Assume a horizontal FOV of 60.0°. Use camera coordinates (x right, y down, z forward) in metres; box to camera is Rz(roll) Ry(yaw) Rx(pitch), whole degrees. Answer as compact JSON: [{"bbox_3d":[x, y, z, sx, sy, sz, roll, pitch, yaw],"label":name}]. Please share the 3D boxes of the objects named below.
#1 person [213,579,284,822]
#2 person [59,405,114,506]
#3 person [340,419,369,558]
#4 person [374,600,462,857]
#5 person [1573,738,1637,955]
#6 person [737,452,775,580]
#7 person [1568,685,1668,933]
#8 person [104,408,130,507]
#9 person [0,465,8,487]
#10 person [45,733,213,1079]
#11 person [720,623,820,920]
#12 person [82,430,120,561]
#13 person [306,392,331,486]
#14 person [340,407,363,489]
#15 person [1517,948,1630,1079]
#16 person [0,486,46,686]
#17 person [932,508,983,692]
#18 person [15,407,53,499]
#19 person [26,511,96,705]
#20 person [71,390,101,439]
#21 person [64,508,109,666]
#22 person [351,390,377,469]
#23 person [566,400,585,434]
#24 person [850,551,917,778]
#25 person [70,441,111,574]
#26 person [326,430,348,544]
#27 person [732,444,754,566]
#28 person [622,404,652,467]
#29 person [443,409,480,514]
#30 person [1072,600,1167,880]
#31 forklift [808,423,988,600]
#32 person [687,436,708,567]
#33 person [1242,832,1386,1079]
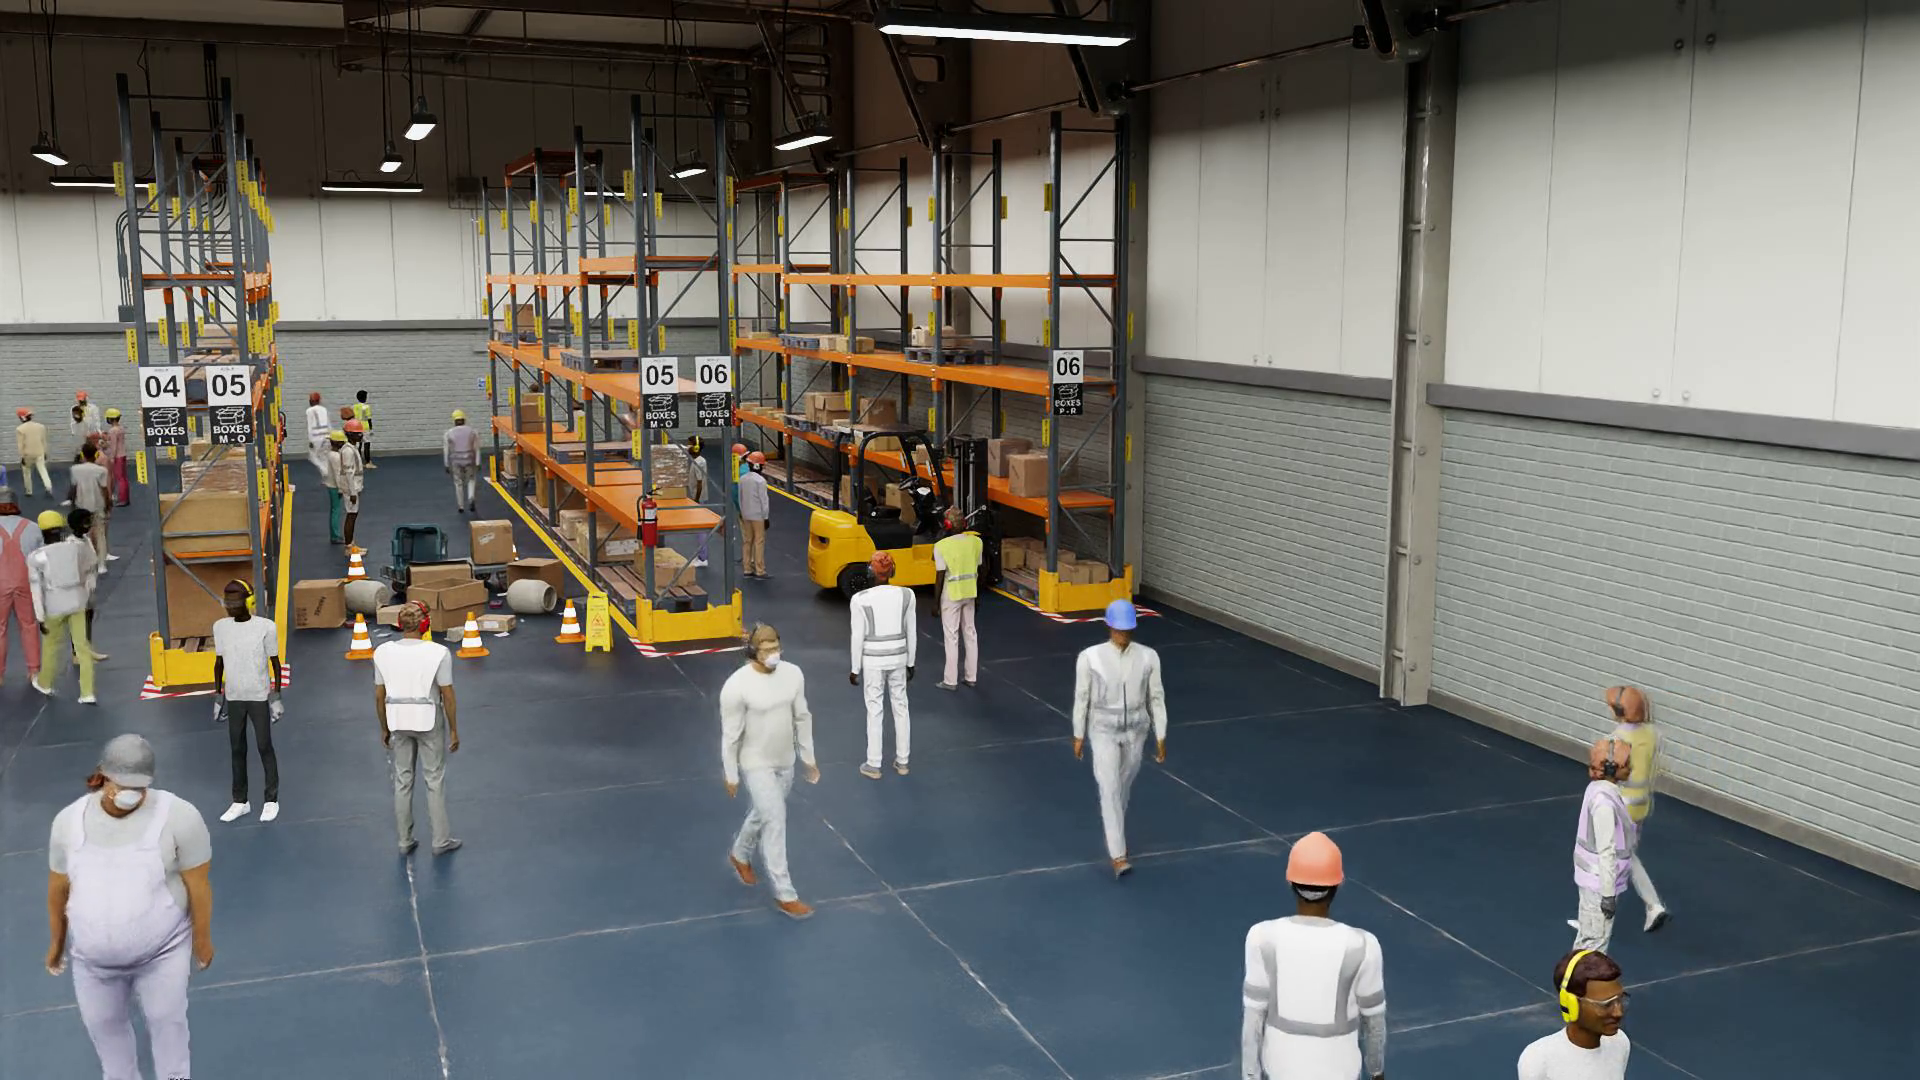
[{"bbox_3d":[-5.392,1.210,12.587,0.533,1.864,0.310,0,9,1],"label":"person"},{"bbox_3d":[-15.848,-1.546,30.127,0.486,1.819,0.946,3,10,20],"label":"person"},{"bbox_3d":[-8.904,-0.760,24.478,0.418,2.034,0.604,-3,9,-16],"label":"person"},{"bbox_3d":[-3.853,1.342,11.810,0.575,1.843,0.375,1,9,5],"label":"person"},{"bbox_3d":[3.502,1.880,9.072,0.308,1.641,0.511,3,9,16],"label":"person"},{"bbox_3d":[-2.777,-0.333,22.673,0.562,1.742,0.338,9,12,43],"label":"person"},{"bbox_3d":[4.112,1.689,10.307,0.534,1.624,0.495,-5,10,-30],"label":"person"},{"bbox_3d":[-15.105,-1.476,29.790,0.304,1.771,0.523,-2,9,-10],"label":"person"},{"bbox_3d":[-12.750,-0.329,21.712,0.397,2.043,0.610,8,12,41],"label":"person"},{"bbox_3d":[-3.955,1.868,7.889,0.746,2.000,0.536,-1,9,-7],"label":"person"},{"bbox_3d":[-1.305,1.456,10.942,0.992,1.904,0.626,8,12,42],"label":"person"},{"bbox_3d":[-12.503,-0.647,24.210,0.661,1.894,0.405,8,12,42],"label":"person"},{"bbox_3d":[-12.544,-1.969,32.619,0.504,1.857,0.606,3,10,20],"label":"person"},{"bbox_3d":[-11.735,-1.757,32.038,0.326,1.618,0.499,-2,9,-10],"label":"person"},{"bbox_3d":[2.108,2.299,5.697,0.507,1.877,0.329,-5,11,-31],"label":"person"},{"bbox_3d":[-9.612,0.447,16.836,0.687,2.000,0.536,-7,12,-39],"label":"person"},{"bbox_3d":[-0.020,0.594,16.542,0.564,1.839,0.390,-6,11,-35],"label":"person"},{"bbox_3d":[-17.173,-1.619,30.848,0.838,1.718,0.567,6,11,33],"label":"person"},{"bbox_3d":[-8.713,0.649,16.105,1.010,1.878,0.596,8,12,41],"label":"person"},{"bbox_3d":[-18.382,-2.285,34.970,0.578,1.738,0.354,-2,9,-11],"label":"person"},{"bbox_3d":[-9.302,0.501,17.610,0.321,1.686,0.539,-1,9,-9],"label":"person"},{"bbox_3d":[-12.760,-2.353,35.552,0.532,1.693,0.319,4,10,25],"label":"person"},{"bbox_3d":[-7.881,-2.098,34.128,0.279,1.634,0.499,7,11,36],"label":"person"},{"bbox_3d":[-0.630,1.023,13.701,0.572,1.883,0.355,-4,10,-21],"label":"person"},{"bbox_3d":[-11.971,-0.417,22.857,0.541,1.854,0.634,-2,9,-14],"label":"person"},{"bbox_3d":[-9.594,-0.815,25.671,0.346,1.756,0.518,-5,10,-27],"label":"person"},{"bbox_3d":[-3.102,-0.499,23.698,0.339,1.748,0.564,-1,9,-5],"label":"person"},{"bbox_3d":[-6.511,-1.976,33.492,0.529,1.593,0.881,-5,10,-28],"label":"person"},{"bbox_3d":[-8.677,-1.366,28.936,0.614,1.813,0.555,-4,10,-21],"label":"person"},{"bbox_3d":[1.133,1.364,11.491,0.639,1.896,0.965,-2,9,-11],"label":"person"},{"bbox_3d":[-0.830,-0.399,21.676,2.313,2.155,1.214,-4,10,-21],"label":"forklift"},{"bbox_3d":[-3.747,-0.551,23.636,0.328,1.877,0.515,-1,9,-7],"label":"person"},{"bbox_3d":[1.438,2.126,6.795,0.556,1.888,1.017,3,10,21],"label":"person"}]
